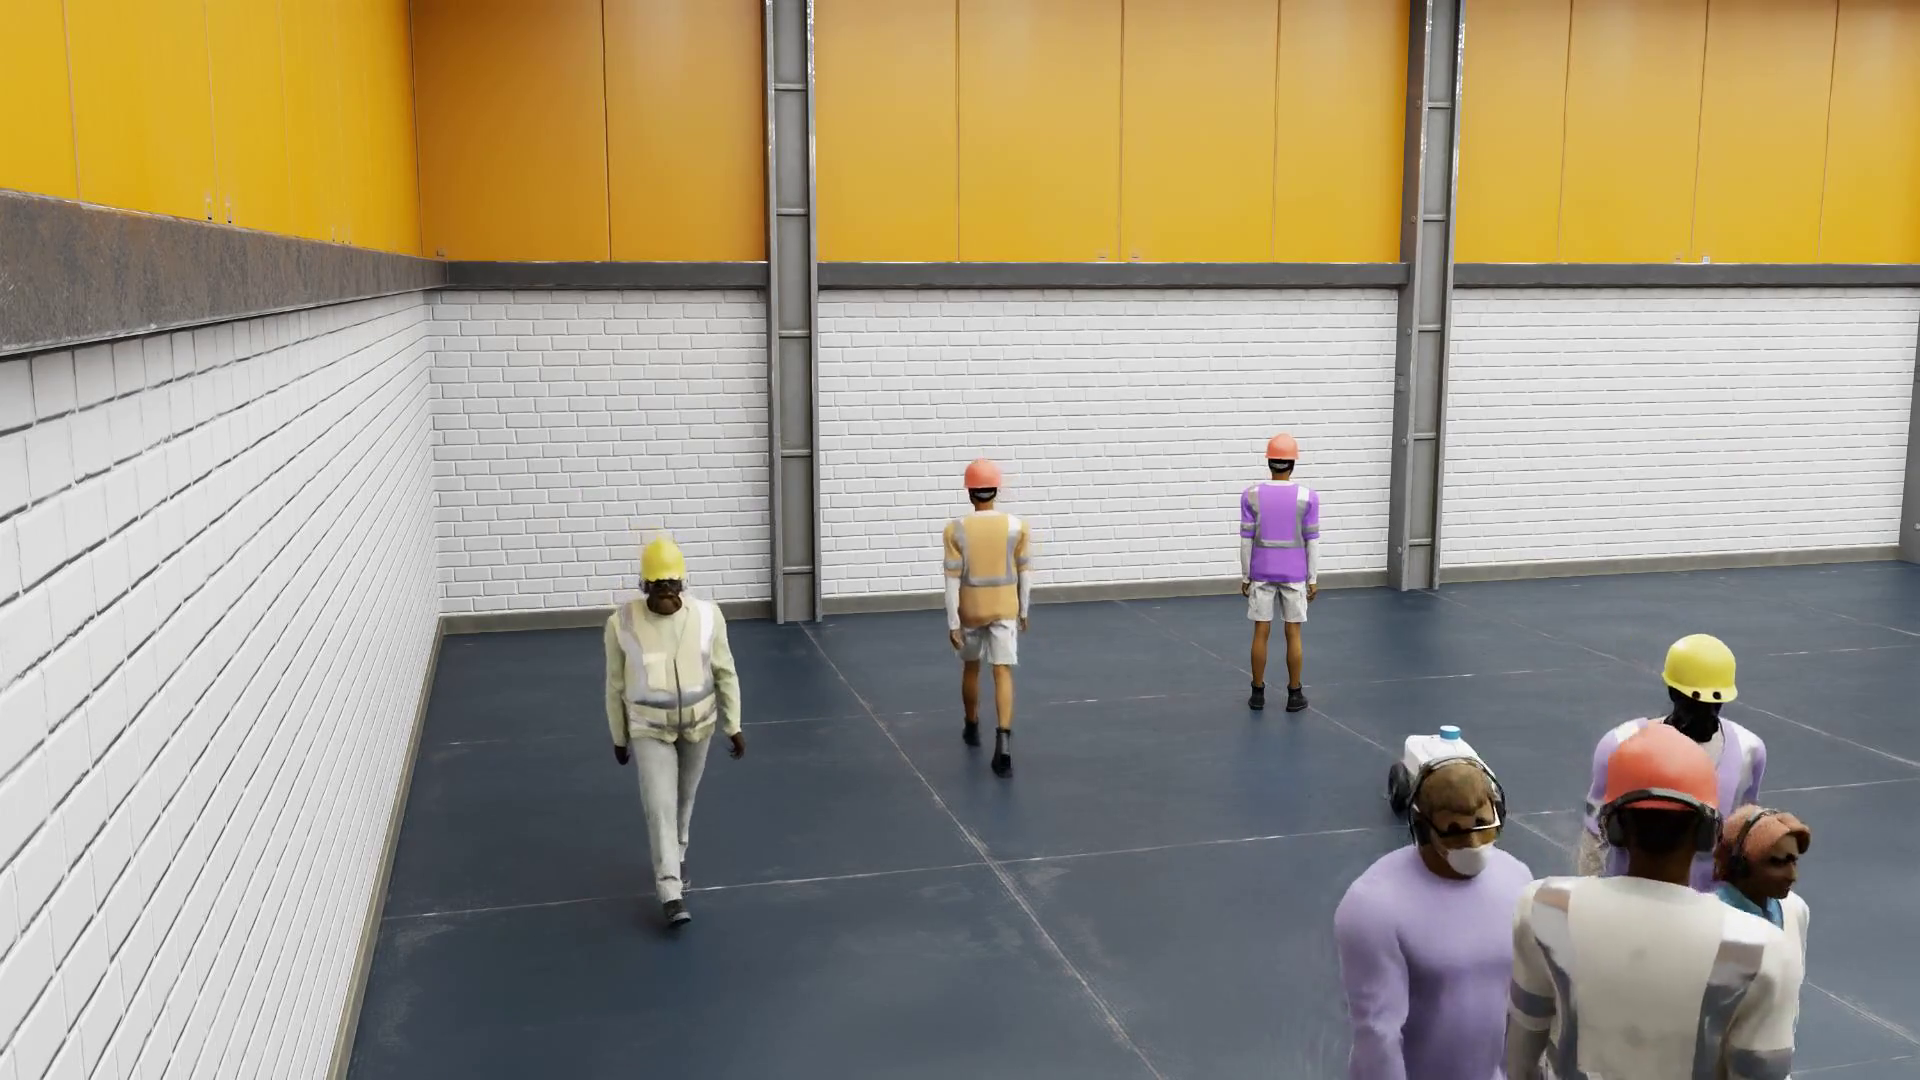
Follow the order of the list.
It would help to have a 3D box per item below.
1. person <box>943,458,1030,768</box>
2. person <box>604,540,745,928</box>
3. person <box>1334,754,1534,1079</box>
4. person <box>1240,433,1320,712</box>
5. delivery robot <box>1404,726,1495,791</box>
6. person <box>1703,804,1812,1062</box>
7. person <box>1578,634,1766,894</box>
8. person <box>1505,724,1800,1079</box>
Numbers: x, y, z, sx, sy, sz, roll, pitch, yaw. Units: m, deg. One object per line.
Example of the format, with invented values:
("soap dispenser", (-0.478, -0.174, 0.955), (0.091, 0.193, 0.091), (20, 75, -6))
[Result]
("person", (0.170, 0.441, 10.335), (0.546, 1.901, 0.959), (0, 9, -2))
("person", (-1.351, 0.885, 7.900), (0.602, 1.784, 0.921), (-4, 10, -22))
("person", (1.206, 1.433, 4.262), (0.623, 1.877, 1.100), (-4, 10, -22))
("person", (2.209, 0.230, 11.518), (0.545, 1.935, 0.367), (3, 9, 16))
("delivery robot", (2.666, 1.260, 9.087), (0.477, 0.478, 0.707), (0, 9, 2))
("person", (2.135, 1.520, 4.499), (0.527, 1.603, 0.804), (-4, 10, -22))
("person", (2.436, 1.190, 5.808), (0.601, 1.857, 1.064), (0, 9, 3))
("person", (1.555, 1.416, 3.832), (0.619, 2.017, 0.531), (6, 11, 31))
